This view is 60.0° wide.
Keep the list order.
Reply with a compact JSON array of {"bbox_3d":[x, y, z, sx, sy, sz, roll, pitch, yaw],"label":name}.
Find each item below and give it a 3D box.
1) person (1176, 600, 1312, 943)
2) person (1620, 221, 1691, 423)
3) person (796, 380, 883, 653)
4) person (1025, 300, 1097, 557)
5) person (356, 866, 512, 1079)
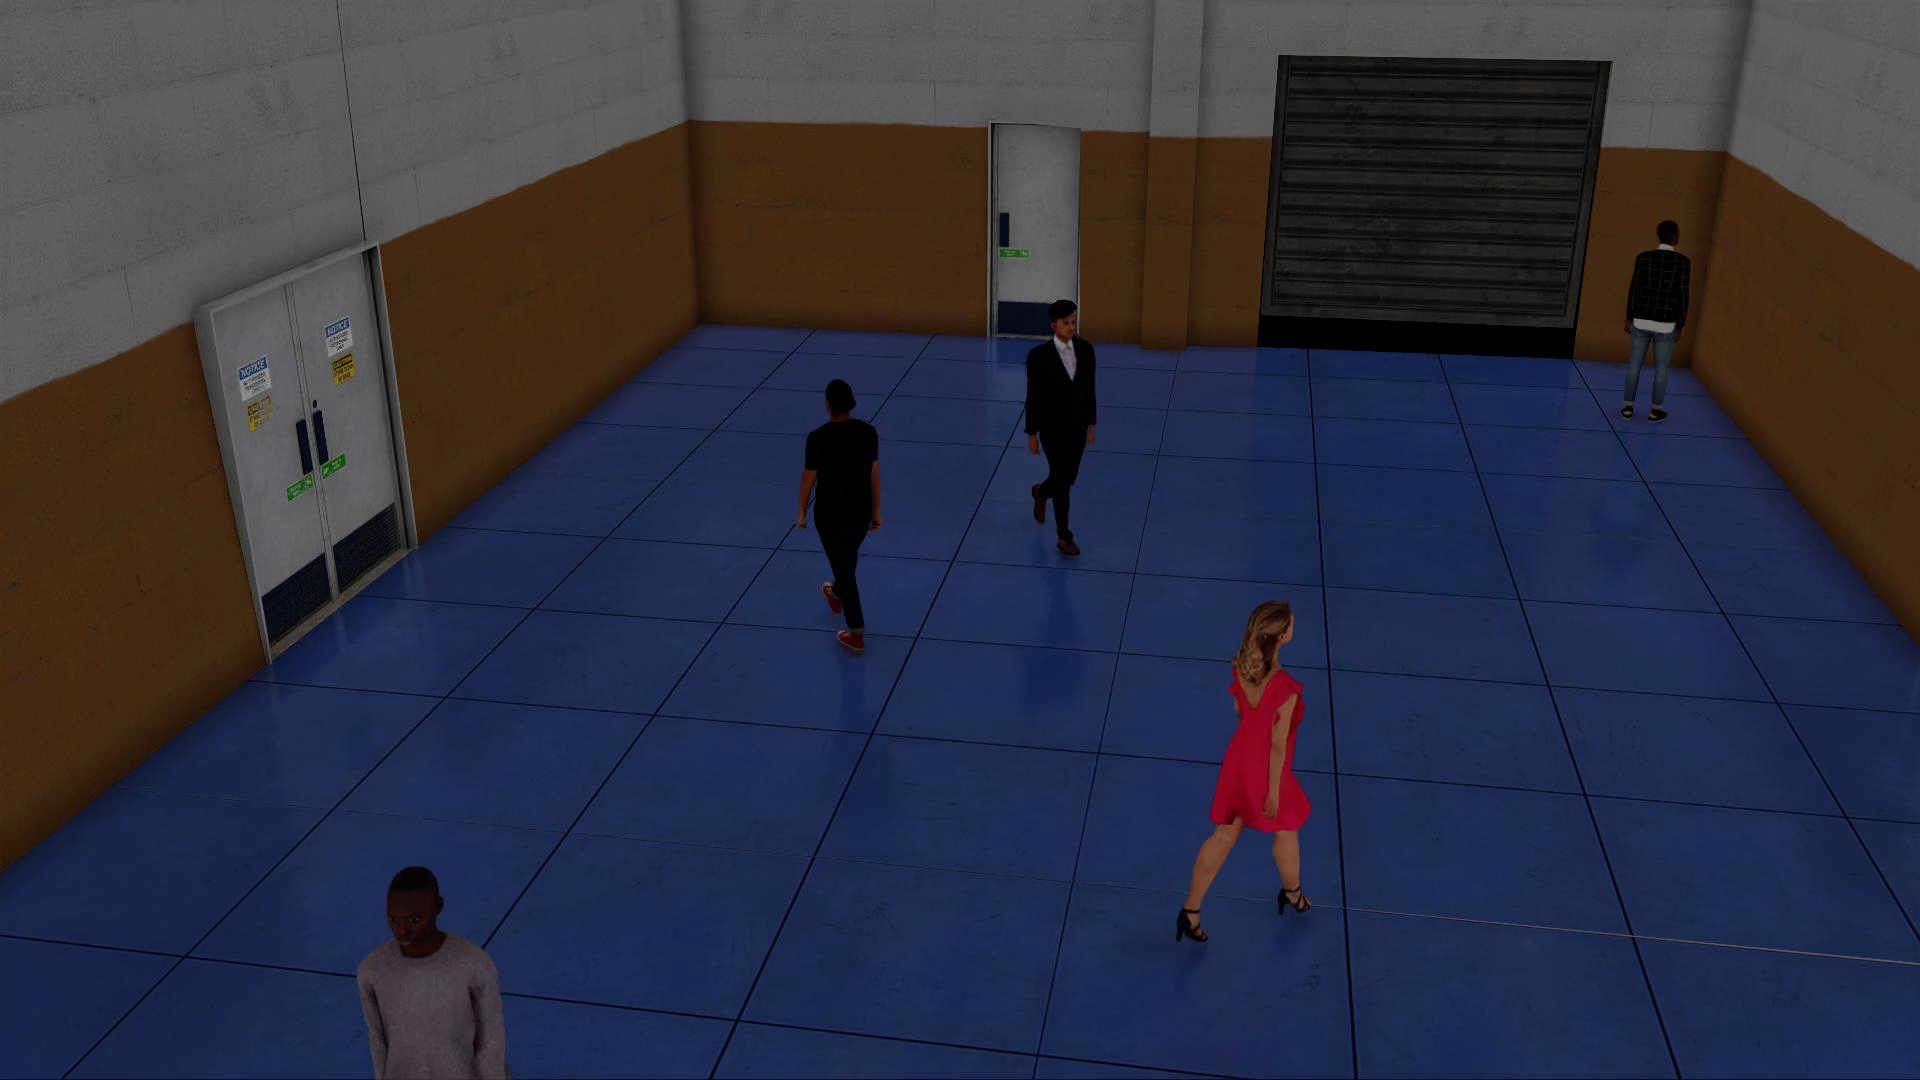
[{"bbox_3d":[1.274,1.098,7.569,1.080,1.679,0.986,-12,25,-28],"label":"person"},{"bbox_3d":[6.274,-1.974,15.024,0.630,1.819,0.792,13,25,29],"label":"person"},{"bbox_3d":[-0.704,-0.120,10.540,1.103,1.724,1.109,-12,25,-27],"label":"person"},{"bbox_3d":[0.715,-0.860,12.201,1.157,1.857,1.133,-9,24,-22],"label":"person"},{"bbox_3d":[-1.717,1.829,5.643,0.781,1.757,0.794,-3,22,-6],"label":"person"}]
